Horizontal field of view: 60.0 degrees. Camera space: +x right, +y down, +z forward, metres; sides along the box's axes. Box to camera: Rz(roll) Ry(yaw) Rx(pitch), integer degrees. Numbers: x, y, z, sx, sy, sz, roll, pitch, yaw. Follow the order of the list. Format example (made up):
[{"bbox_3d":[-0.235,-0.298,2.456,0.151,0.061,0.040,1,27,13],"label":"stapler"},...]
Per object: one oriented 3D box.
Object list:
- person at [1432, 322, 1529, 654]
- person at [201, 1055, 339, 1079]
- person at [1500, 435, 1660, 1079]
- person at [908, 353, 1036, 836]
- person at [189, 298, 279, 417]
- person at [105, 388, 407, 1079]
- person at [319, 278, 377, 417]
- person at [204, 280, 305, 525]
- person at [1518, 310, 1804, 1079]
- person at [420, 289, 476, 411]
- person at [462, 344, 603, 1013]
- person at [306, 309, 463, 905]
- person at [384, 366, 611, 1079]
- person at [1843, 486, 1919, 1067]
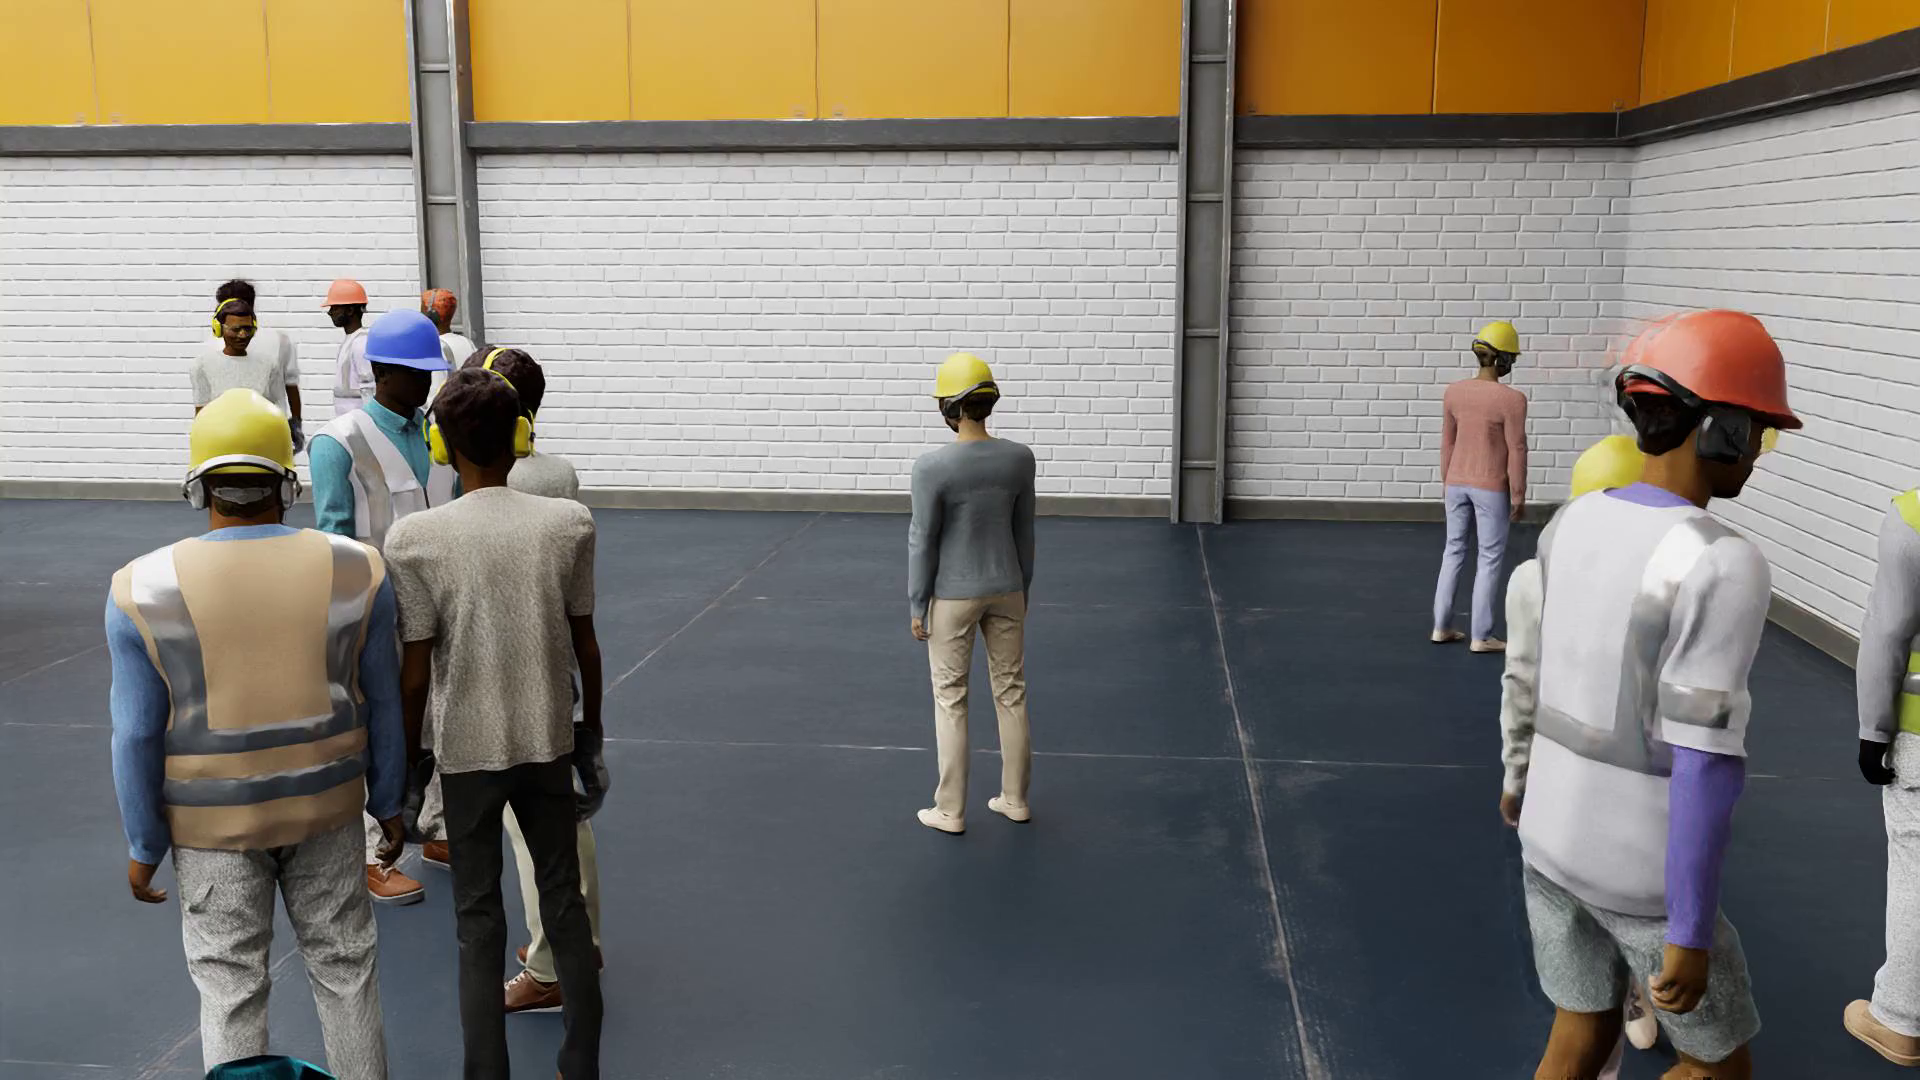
[{"bbox_3d":[2.775,-0.273,8.807,0.342,1.754,0.531,-7,12,-35],"label":"person"},{"bbox_3d":[-0.441,1.003,1.050,0.587,1.911,0.397,-7,12,-35],"label":"person"},{"bbox_3d":[1.635,0.567,4.091,0.531,1.716,0.840,8,13,39],"label":"person"},{"bbox_3d":[0.036,0.200,6.089,0.527,1.760,0.337,-5,11,-28],"label":"person"},{"bbox_3d":[-4.000,-0.412,9.281,0.329,1.865,0.507,10,14,43],"label":"person"},{"bbox_3d":[-1.521,0.585,3.658,0.599,1.830,0.404,-6,12,-31],"label":"person"},{"bbox_3d":[-4.014,-0.759,11.054,0.360,1.936,0.552,-5,11,-27],"label":"person"},{"bbox_3d":[-4.819,-0.775,11.198,0.808,1.918,0.644,9,13,41],"label":"person"},{"bbox_3d":[1.281,0.583,3.132,0.481,2.015,0.614,-2,10,-14],"label":"person"},{"bbox_3d":[-3.232,-0.634,10.492,0.354,1.883,0.573,1,10,7],"label":"person"},{"bbox_3d":[-1.221,0.394,4.645,0.319,1.870,0.521,2,10,13],"label":"person"},{"bbox_3d":[-1.824,0.216,5.478,0.415,1.939,0.604,6,12,32],"label":"person"},{"bbox_3d":[-1.079,0.525,3.919,0.517,1.865,0.327,-6,12,-32],"label":"person"},{"bbox_3d":[2.626,0.475,4.300,0.624,1.837,0.429,1,10,5],"label":"person"}]
